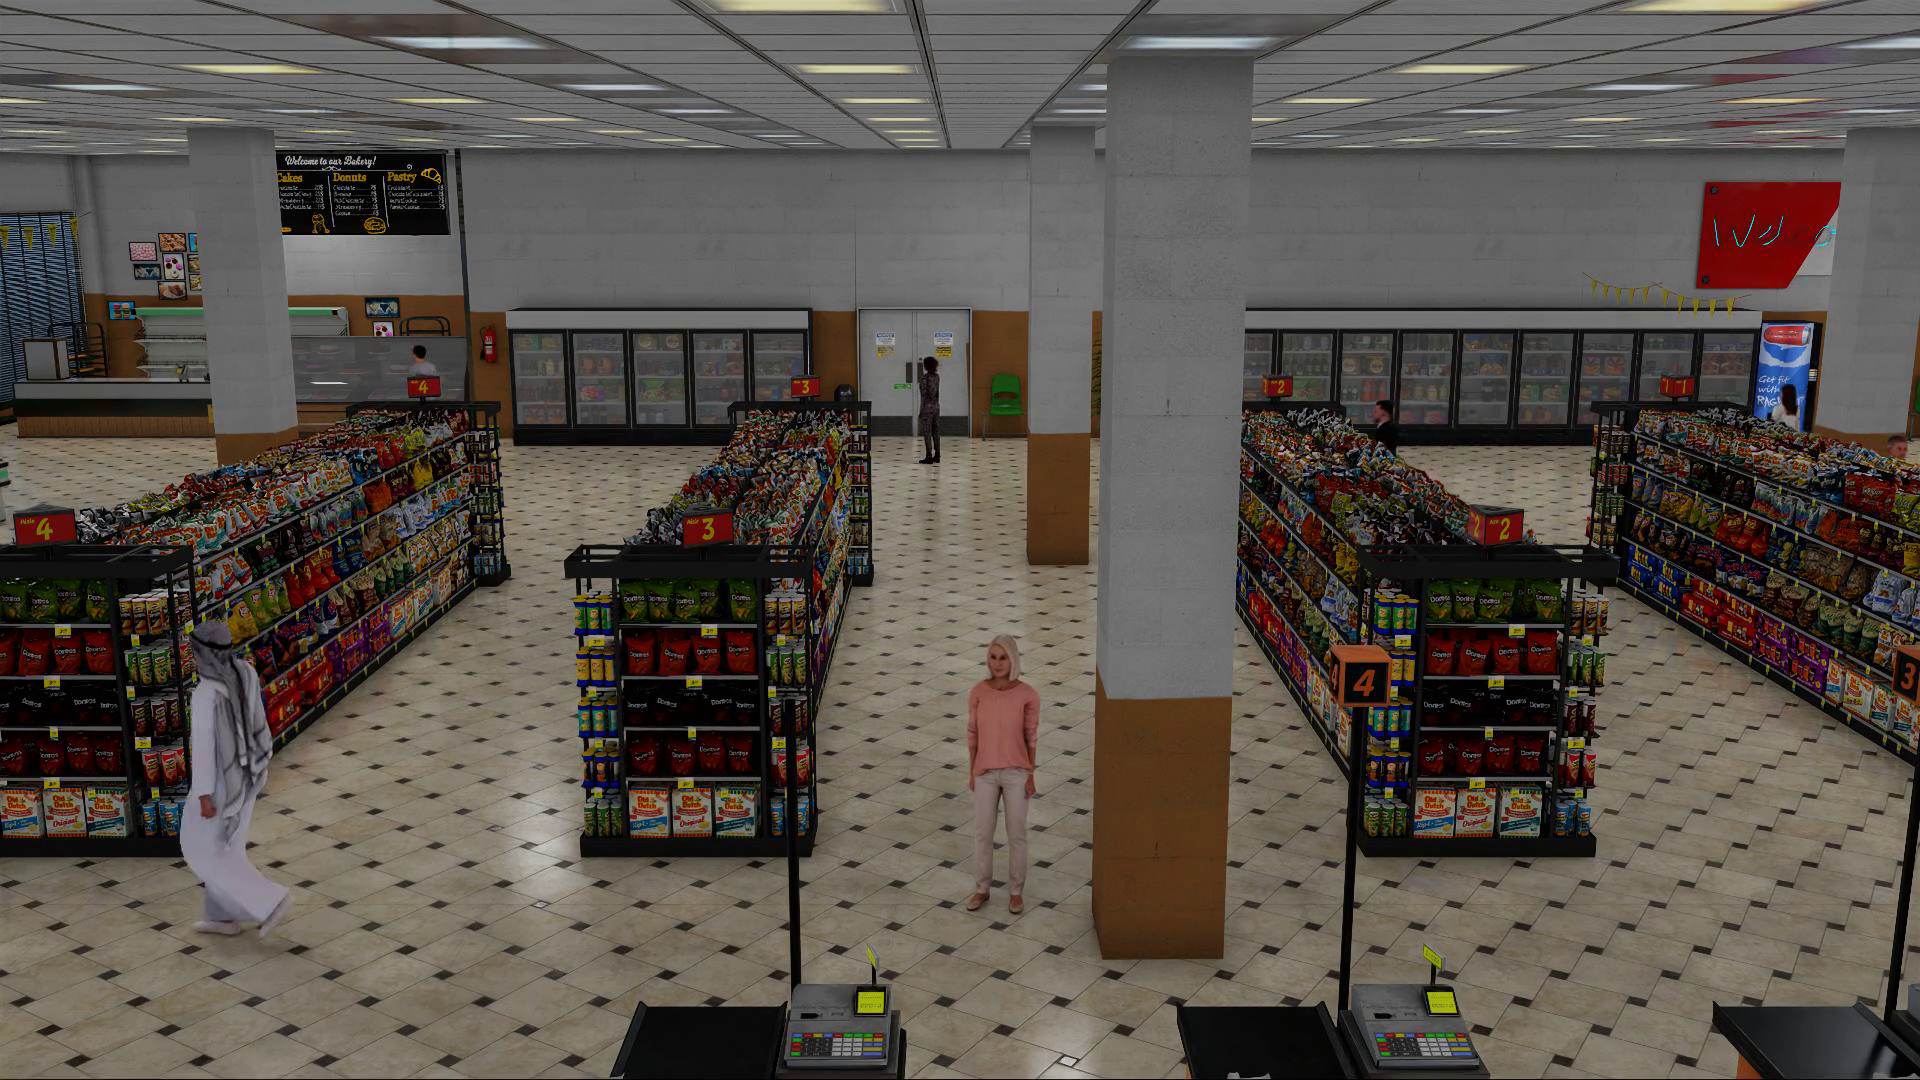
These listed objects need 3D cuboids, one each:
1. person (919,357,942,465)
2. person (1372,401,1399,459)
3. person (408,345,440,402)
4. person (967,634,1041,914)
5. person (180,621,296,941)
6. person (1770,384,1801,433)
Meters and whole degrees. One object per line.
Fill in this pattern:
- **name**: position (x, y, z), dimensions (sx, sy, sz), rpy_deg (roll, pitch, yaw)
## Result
- **person**: position (-0.479, -2.080, 26.613), dimensions (0.743, 1.715, 0.676), rpy_deg (10, 16, 40)
- **person**: position (5.194, -0.746, 20.028), dimensions (0.920, 1.816, 0.959), rpy_deg (4, 12, 18)
- **person**: position (-8.590, -2.206, 26.871), dimensions (0.889, 1.854, 0.779), rpy_deg (7, 14, 30)
- **person**: position (0.260, 1.399, 10.066), dimensions (0.642, 1.725, 0.591), rpy_deg (3, 12, 13)
- **person**: position (-4.168, 1.405, 9.586), dimensions (0.837, 1.910, 0.923), rpy_deg (2, 12, 7)
- **person**: position (11.434, -1.298, 23.036), dimensions (0.855, 1.658, 1.148), rpy_deg (-5, 13, -21)
